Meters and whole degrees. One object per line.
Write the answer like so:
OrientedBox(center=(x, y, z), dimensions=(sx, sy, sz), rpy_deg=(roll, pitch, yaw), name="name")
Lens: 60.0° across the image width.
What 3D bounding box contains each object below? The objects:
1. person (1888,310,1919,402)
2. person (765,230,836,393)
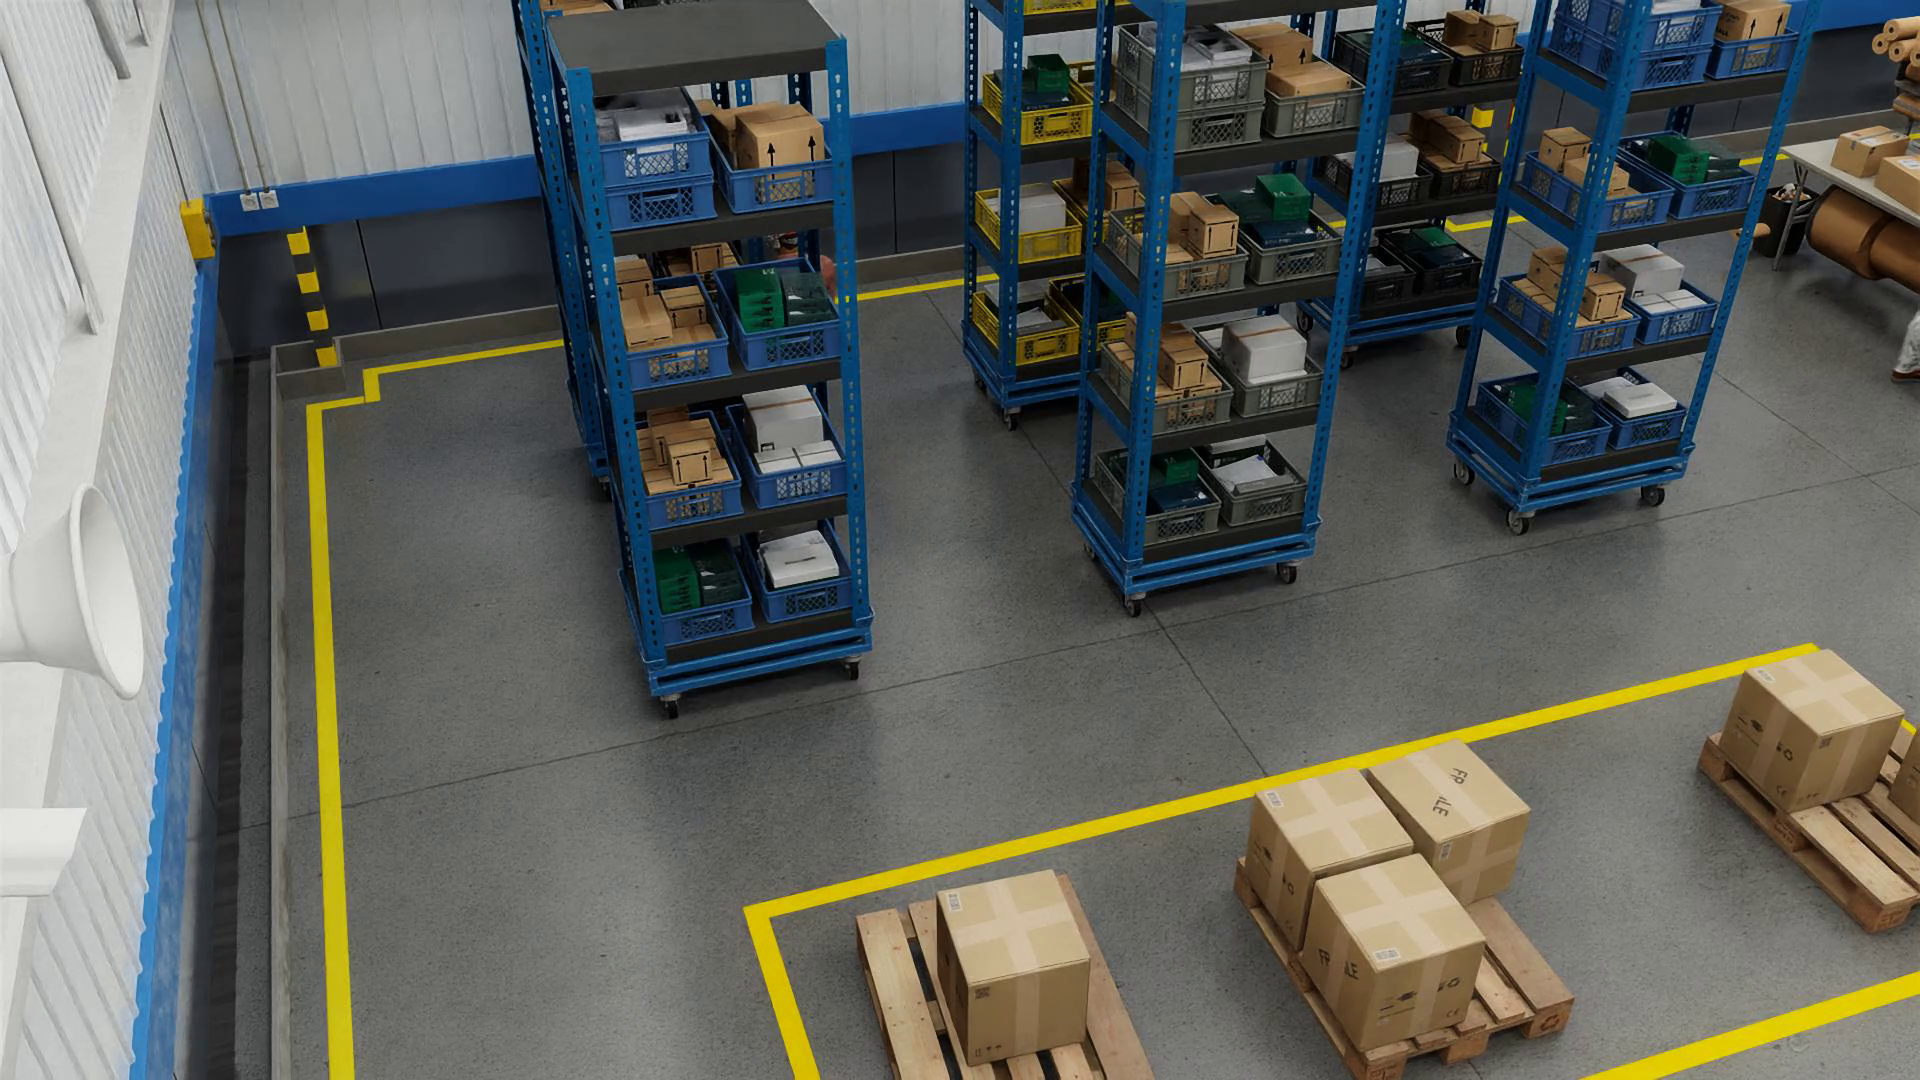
OrientedBox(center=(6.810, -1.849, 11.229), dimensions=(0.369, 1.930, 0.631), rpy_deg=(-7, 36, -10), name="person")
OrientedBox(center=(-1.019, -1.125, 10.157), dimensions=(0.624, 1.980, 0.410), rpy_deg=(-29, 44, -34), name="person")
